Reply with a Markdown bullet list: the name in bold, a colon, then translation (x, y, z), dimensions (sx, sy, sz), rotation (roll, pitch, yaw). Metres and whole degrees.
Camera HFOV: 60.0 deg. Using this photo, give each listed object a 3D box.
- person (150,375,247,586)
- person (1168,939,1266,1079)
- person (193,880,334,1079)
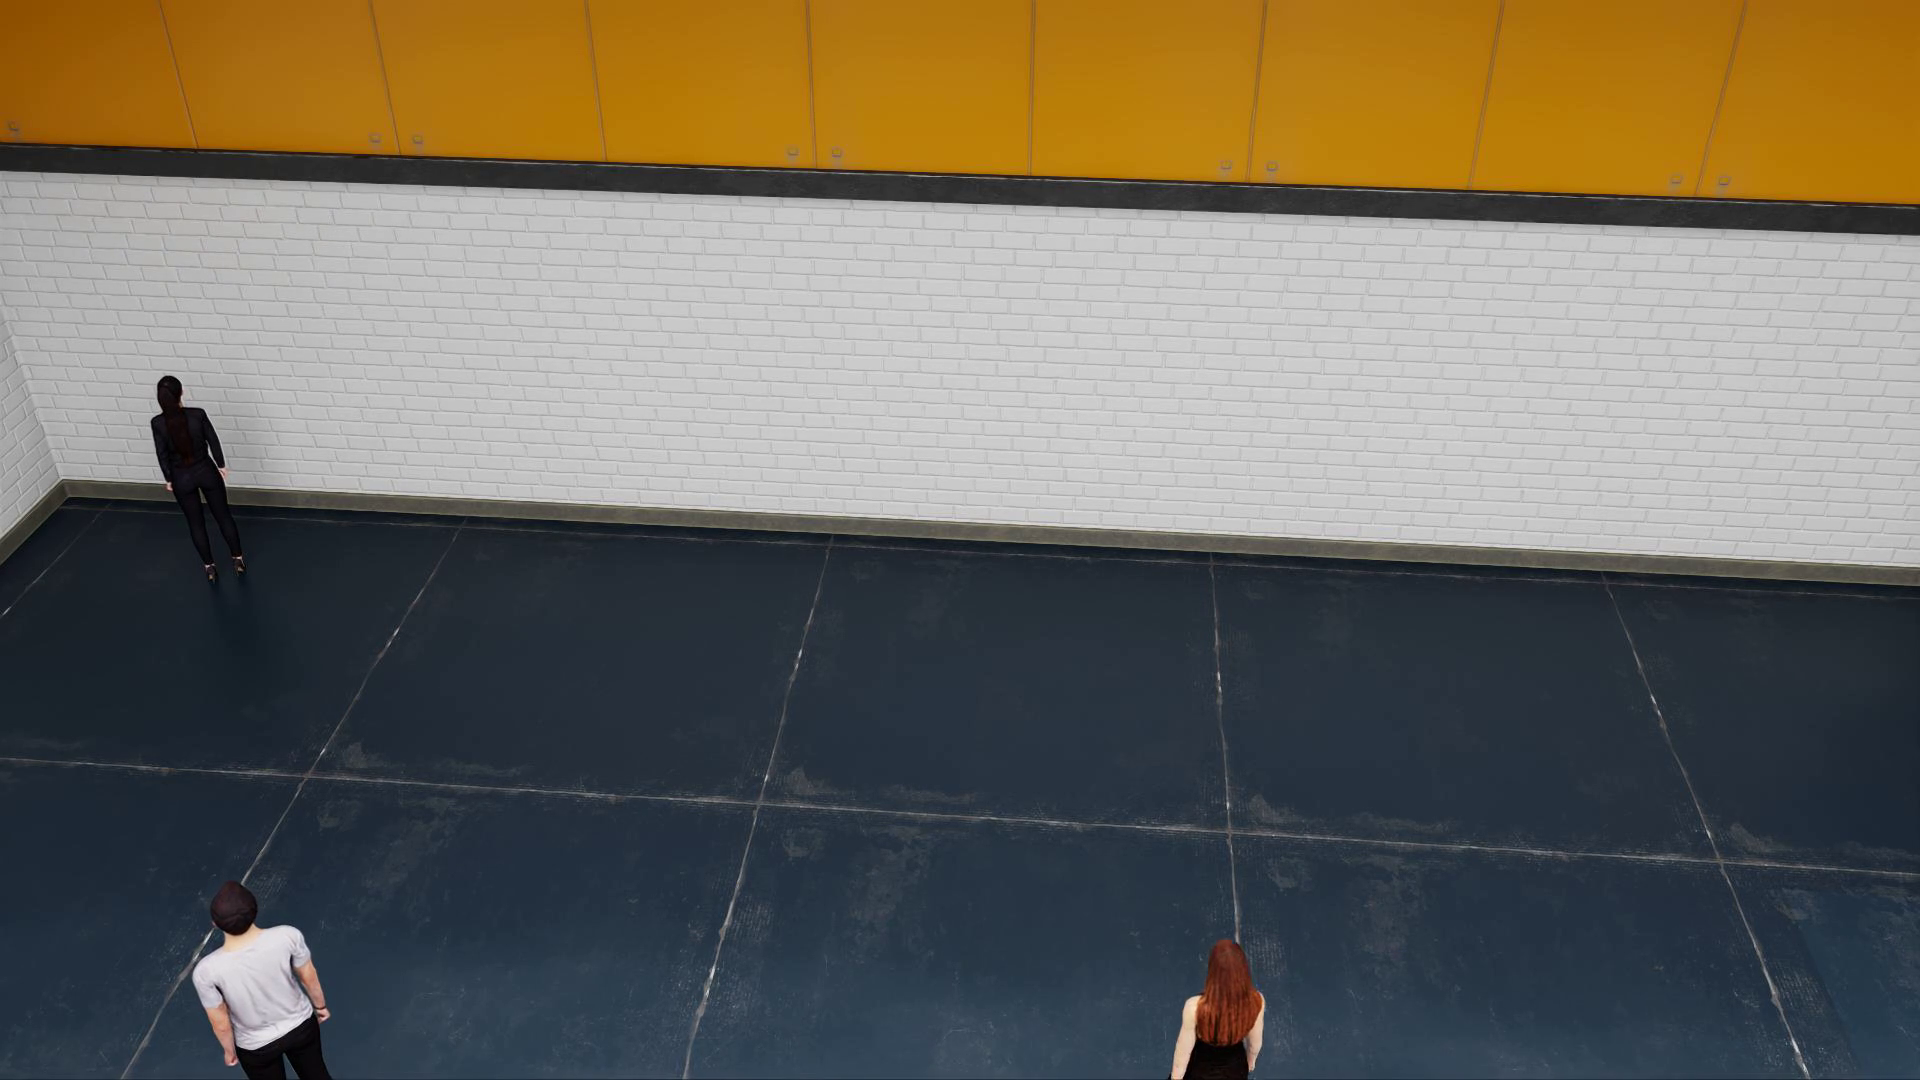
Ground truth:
- **person**: translation (-5.679, -0.456, 12.368), dimensions (0.646, 1.711, 0.652), rotation (-16, 37, -22)
- **person**: translation (1.197, 2.594, 7.780), dimensions (0.688, 1.712, 0.785), rotation (-4, 34, -5)
- **person**: translation (-3.294, 2.360, 7.995), dimensions (0.737, 1.864, 0.785), rotation (-23, 40, -30)
